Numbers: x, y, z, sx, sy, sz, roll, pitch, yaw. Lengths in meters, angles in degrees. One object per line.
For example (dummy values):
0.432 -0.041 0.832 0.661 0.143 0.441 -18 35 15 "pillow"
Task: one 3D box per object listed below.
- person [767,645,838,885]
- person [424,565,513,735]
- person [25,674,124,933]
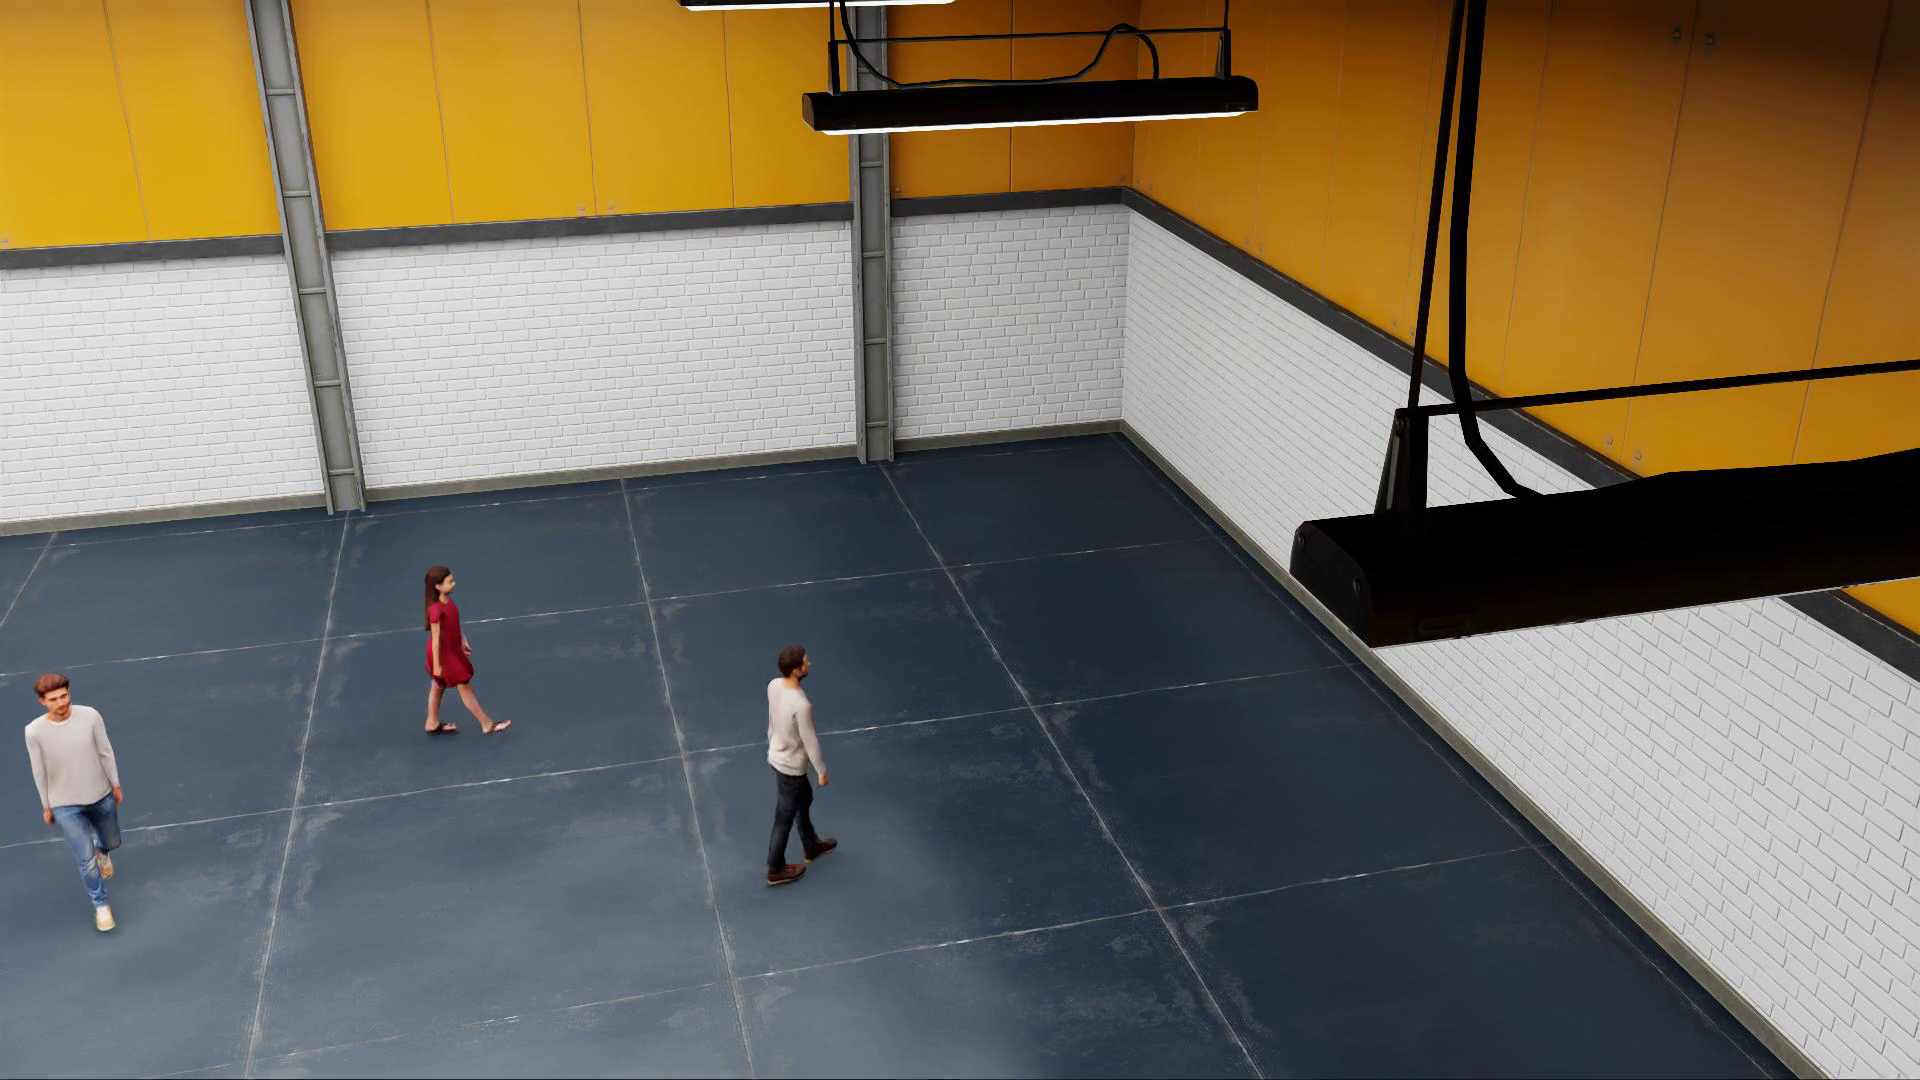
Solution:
-1.273 1.609 11.690 0.956 1.843 0.822 -14 27 -29 "person"
-4.301 0.937 13.631 0.996 1.519 0.658 -2 24 -5 "person"
-6.033 1.725 11.370 1.023 1.886 0.949 -17 29 -33 "person"
